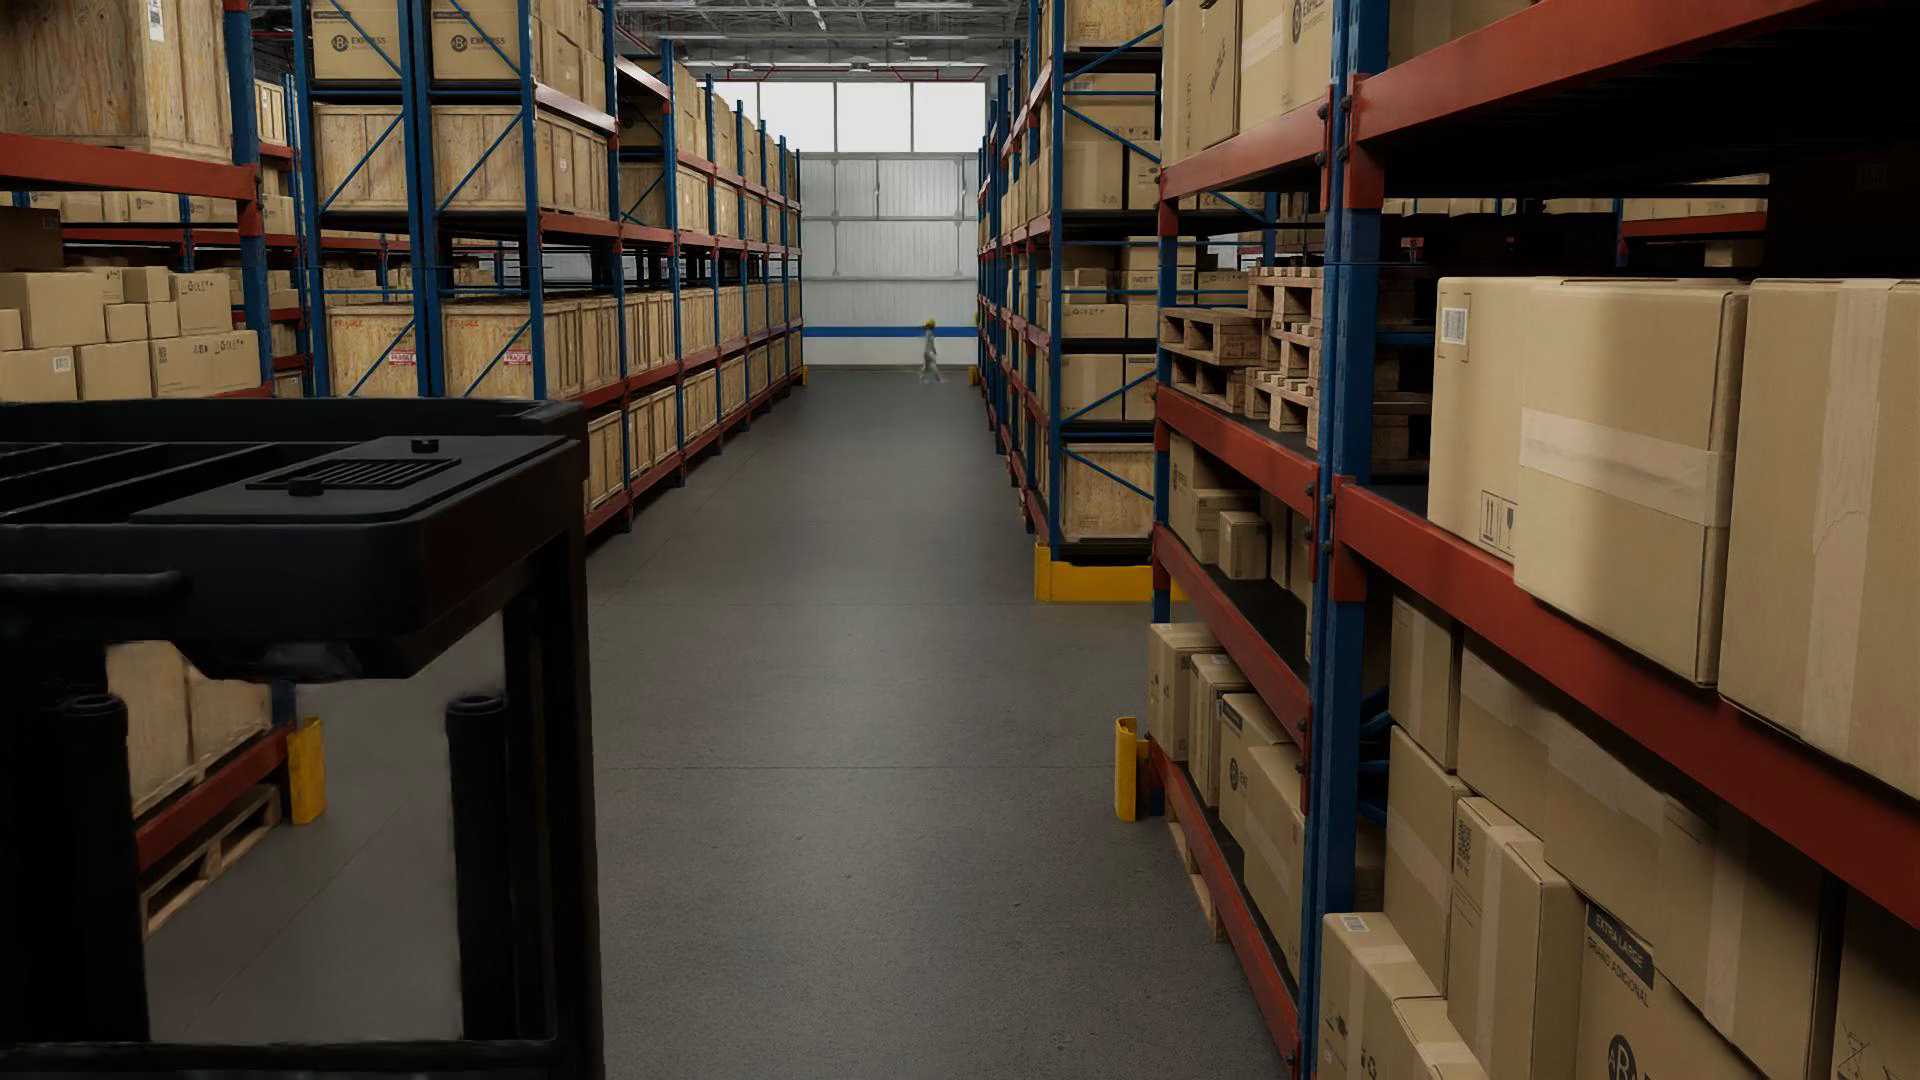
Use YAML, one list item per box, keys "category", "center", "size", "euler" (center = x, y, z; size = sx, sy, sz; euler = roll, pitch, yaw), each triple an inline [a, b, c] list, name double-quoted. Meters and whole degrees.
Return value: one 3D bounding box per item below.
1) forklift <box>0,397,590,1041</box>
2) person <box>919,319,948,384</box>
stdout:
- category: "forklift"
  center: [-1.058, 1.161, 2.741]
  size: [1.129, 2.768, 1.873]
  euler: [0, 9, -1]
- category: "person"
  center: [-0.699, -4.967, 43.890]
  size: [0.853, 1.700, 0.494]
  euler: [0, 9, -1]
